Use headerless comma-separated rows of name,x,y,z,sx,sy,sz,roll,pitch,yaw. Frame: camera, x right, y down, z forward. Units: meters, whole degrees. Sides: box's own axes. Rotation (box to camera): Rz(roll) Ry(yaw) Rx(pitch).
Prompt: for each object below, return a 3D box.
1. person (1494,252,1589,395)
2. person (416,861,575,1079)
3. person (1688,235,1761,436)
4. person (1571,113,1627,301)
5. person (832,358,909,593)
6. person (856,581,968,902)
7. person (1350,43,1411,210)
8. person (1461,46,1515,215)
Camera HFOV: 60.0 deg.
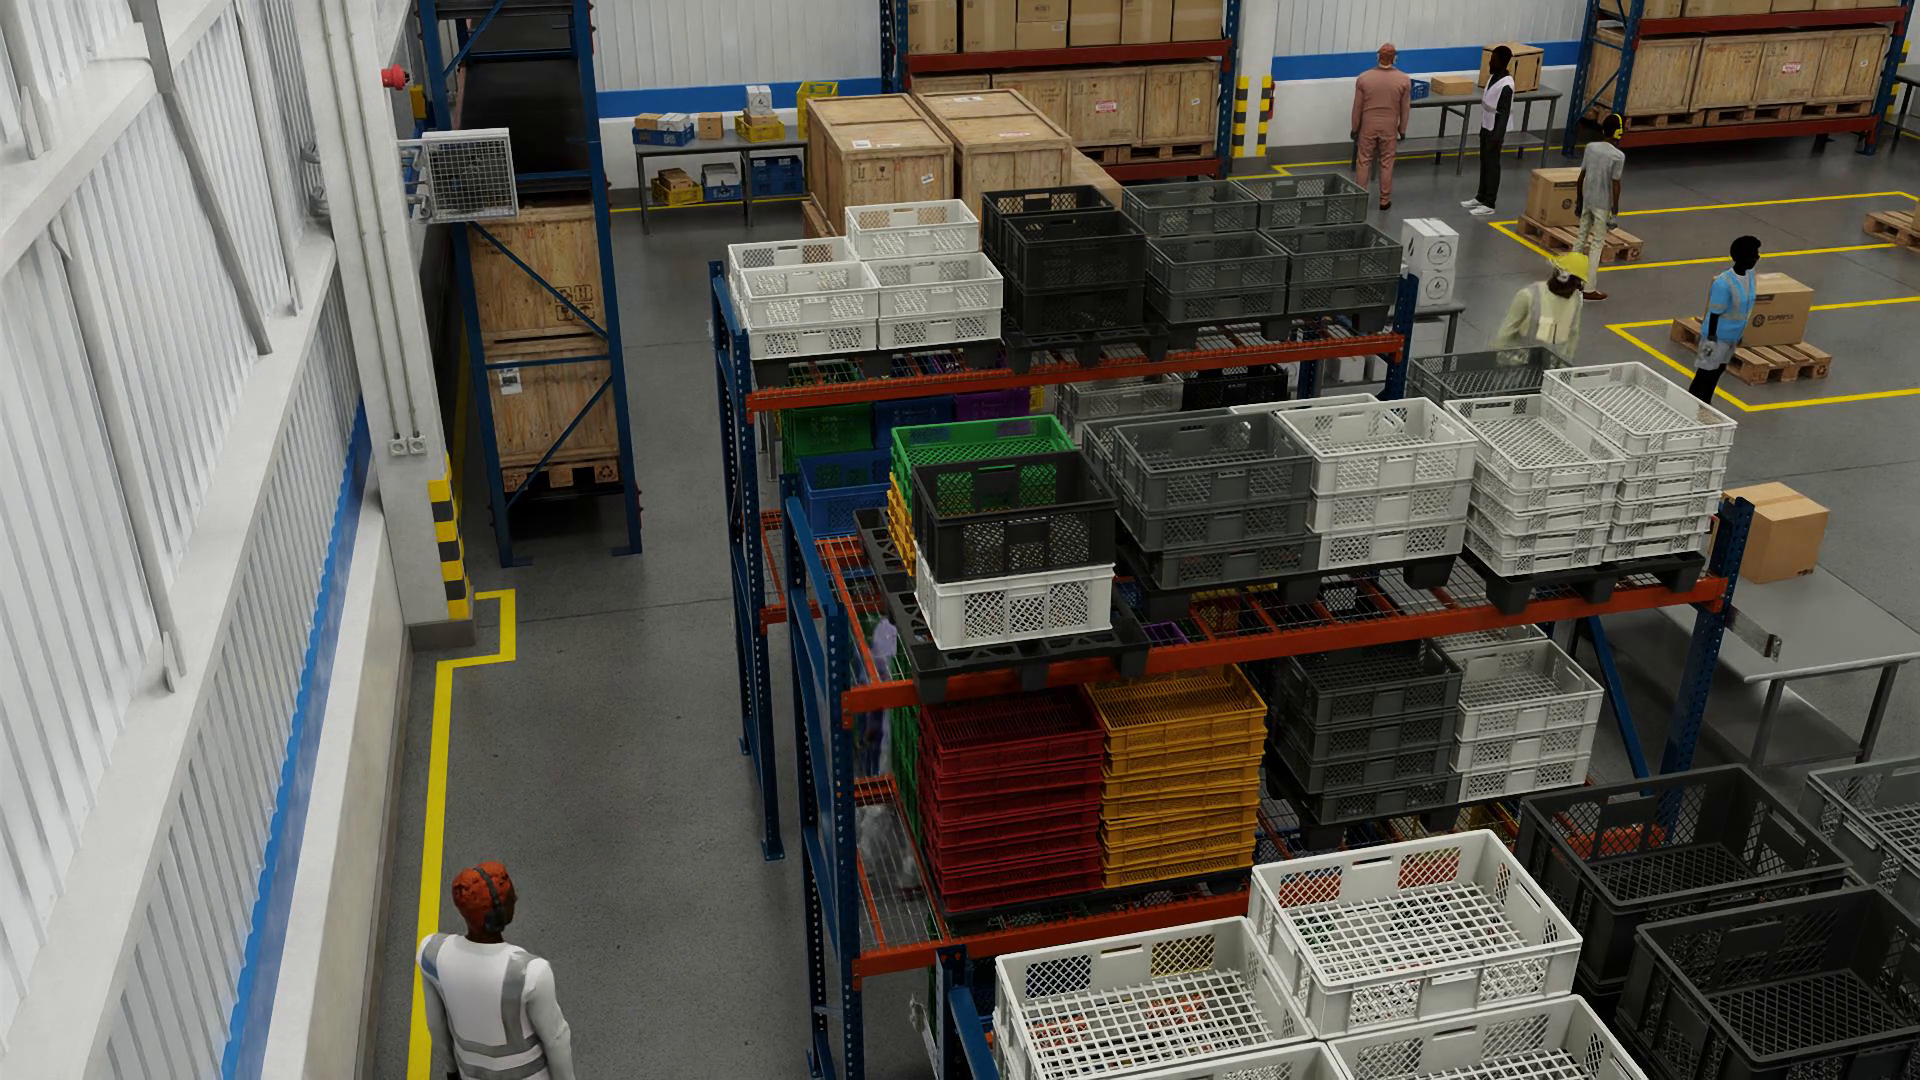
person,4.475,-1.406,13.082,0.745,1.783,0.417,-4,28,-7
person,-1.743,2.042,6.427,0.574,1.884,0.360,8,29,16
person,6.293,-1.691,13.706,0.537,1.695,0.321,-21,34,-34
person,6.376,-3.330,16.636,0.310,1.866,0.533,-14,31,-25
person,-0.635,-0.516,11.328,0.624,1.840,0.430,21,35,35
person,-0.240,1.000,8.398,0.805,1.890,0.407,17,32,29
person,4.892,-4.824,19.429,0.651,1.906,0.402,5,28,10
person,6.179,-4.746,19.268,0.393,1.920,0.591,0,28,-1
